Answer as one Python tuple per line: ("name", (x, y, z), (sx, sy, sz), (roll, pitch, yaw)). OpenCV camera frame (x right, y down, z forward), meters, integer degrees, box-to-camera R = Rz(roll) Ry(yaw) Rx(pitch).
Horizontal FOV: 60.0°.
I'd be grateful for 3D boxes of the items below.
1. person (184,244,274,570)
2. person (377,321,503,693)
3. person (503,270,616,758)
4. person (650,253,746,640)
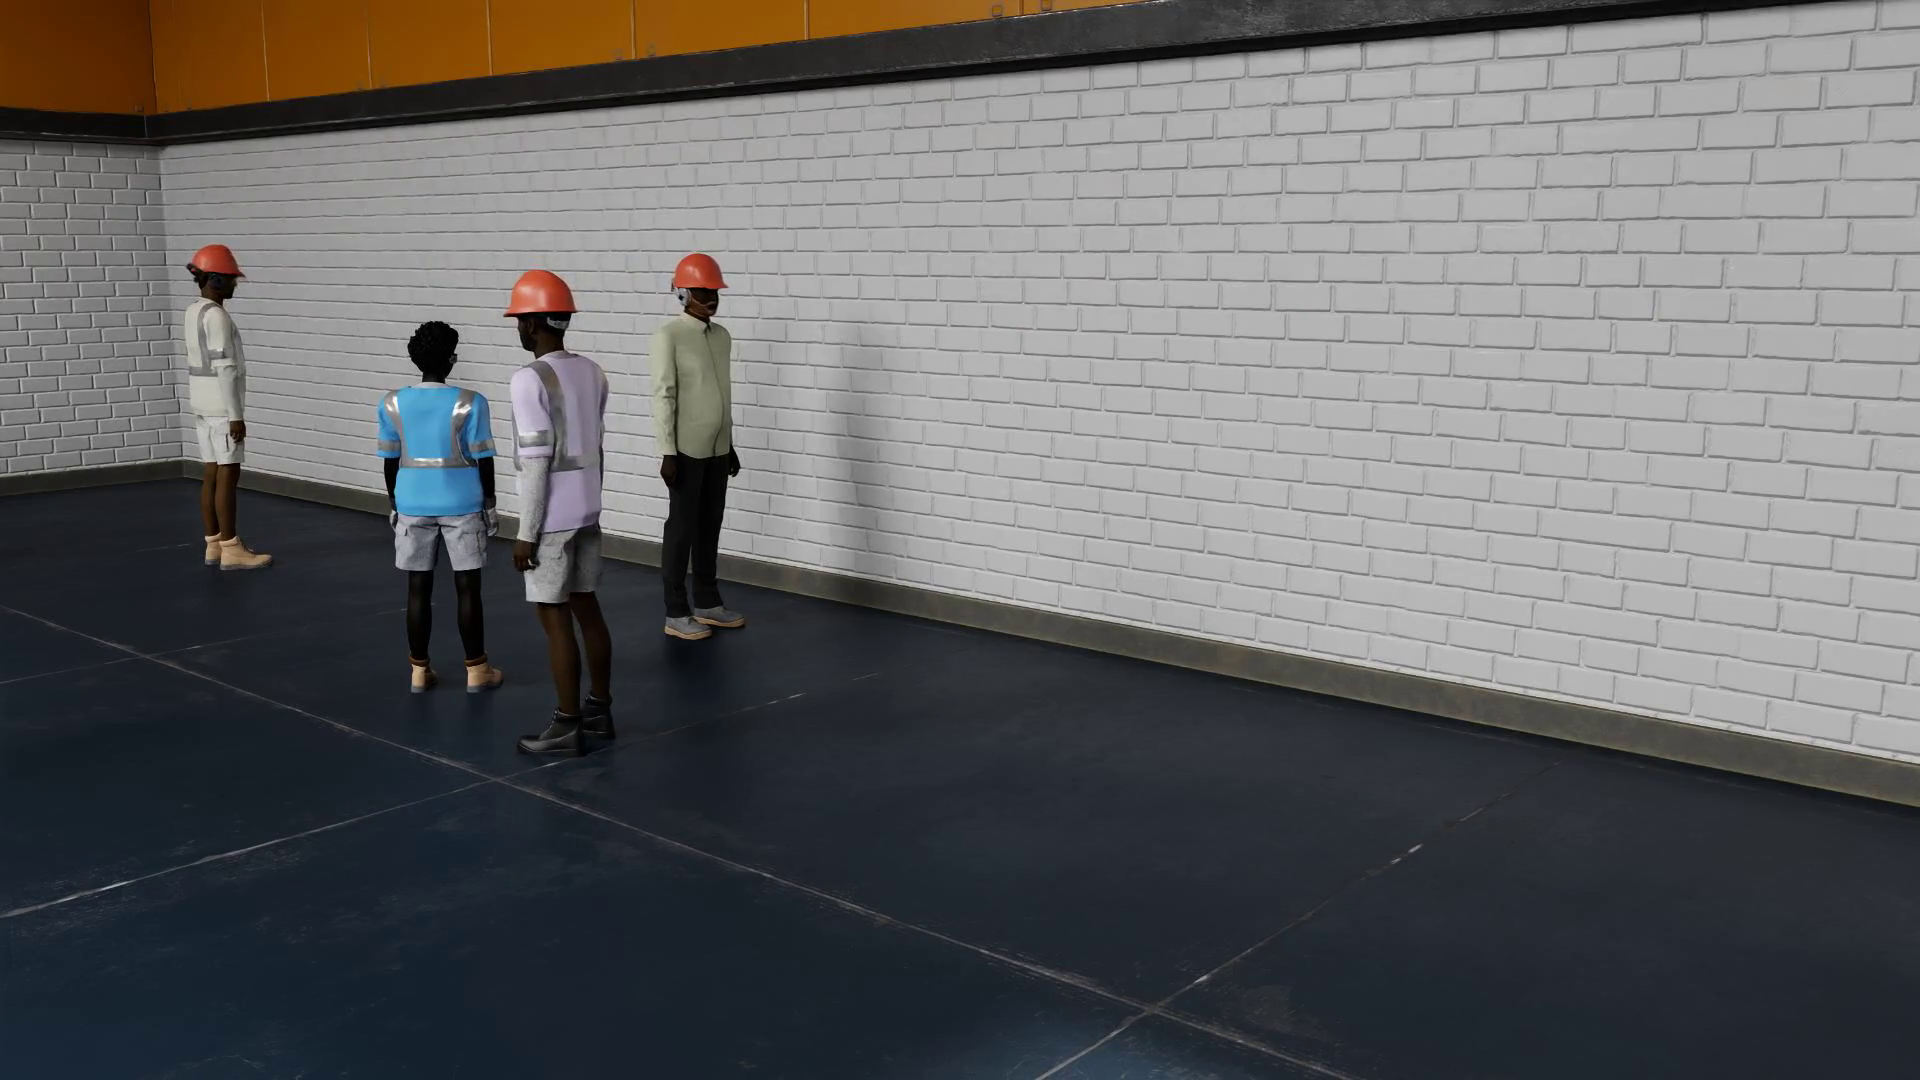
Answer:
("person", (-4.655, -0.833, 10.519), (0.376, 2.043, 0.605), (-9, 13, -40))
("person", (-2.352, -0.141, 7.561), (0.540, 1.696, 0.316), (0, 10, 2))
("person", (-1.624, -0.099, 6.643), (0.373, 1.934, 0.551), (3, 11, 19))
("person", (-1.358, -0.490, 8.702), (0.392, 1.992, 0.623), (5, 11, 27))
